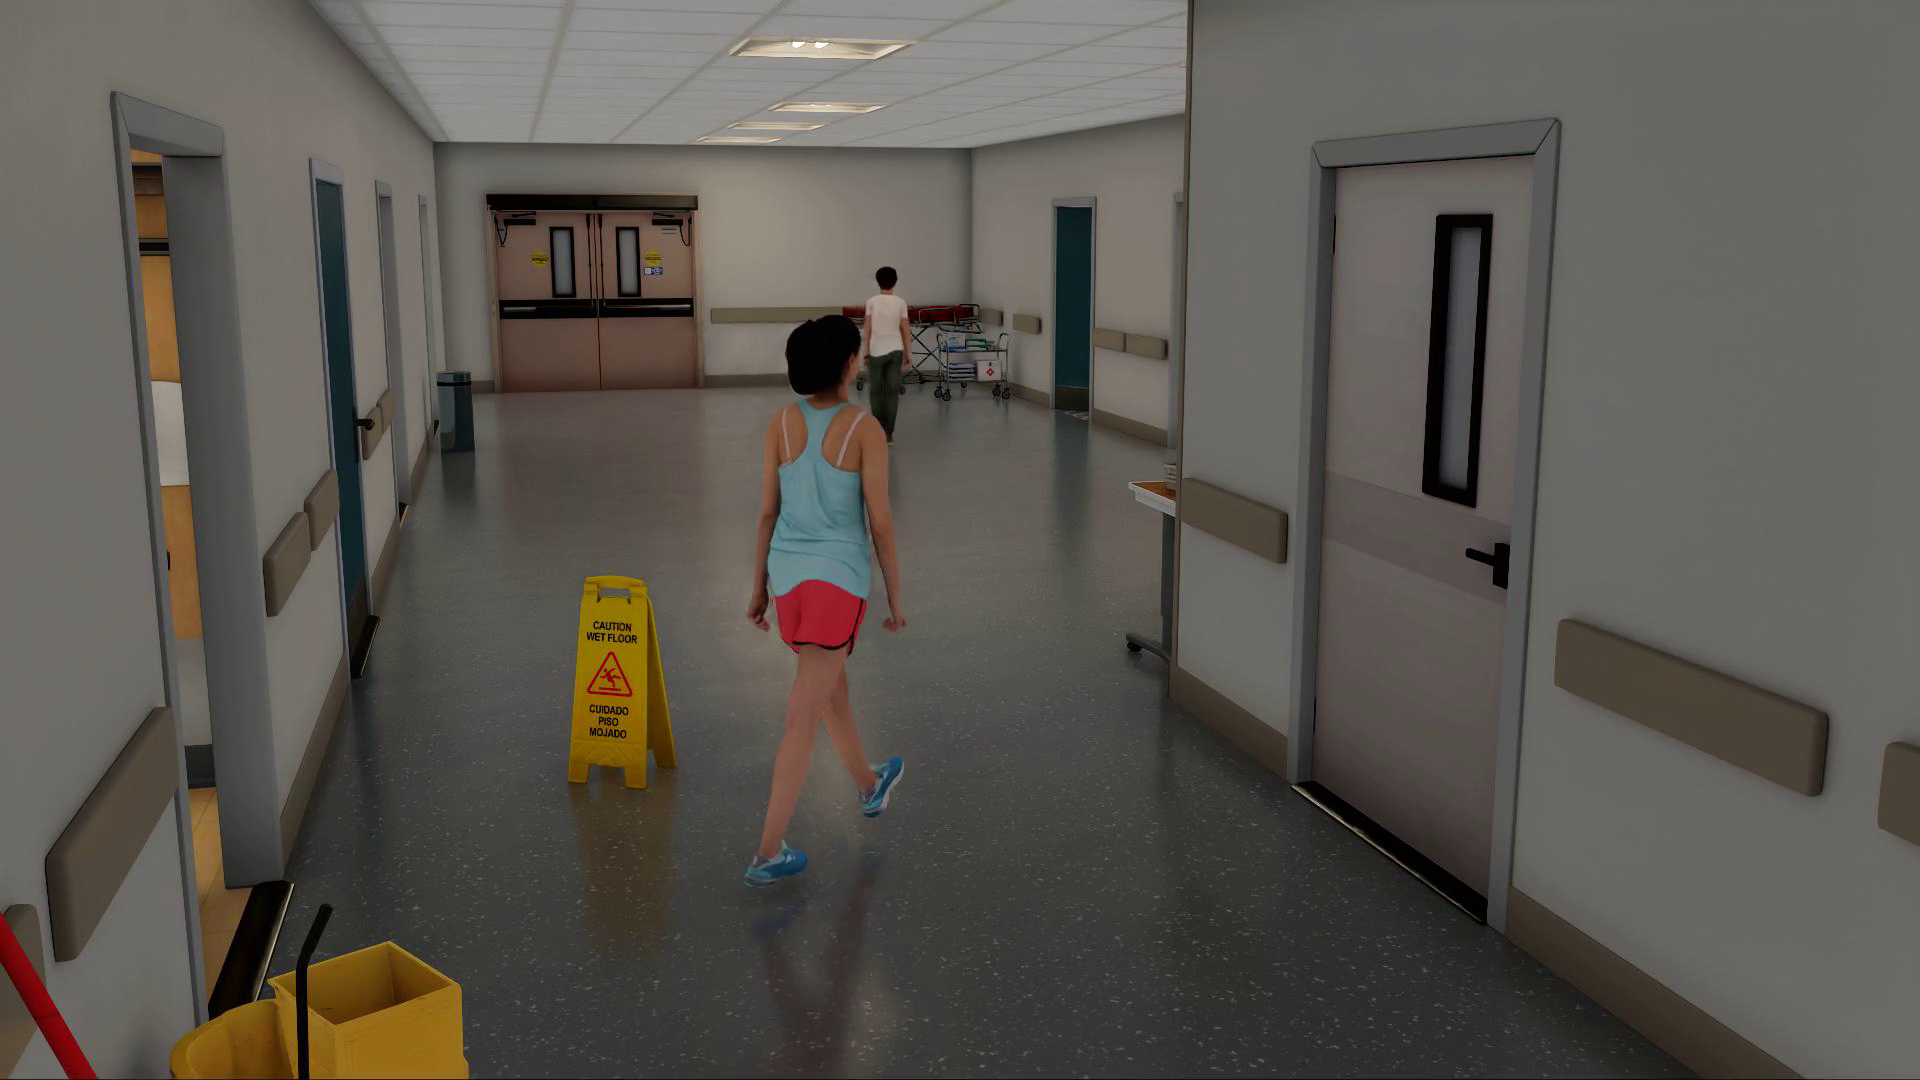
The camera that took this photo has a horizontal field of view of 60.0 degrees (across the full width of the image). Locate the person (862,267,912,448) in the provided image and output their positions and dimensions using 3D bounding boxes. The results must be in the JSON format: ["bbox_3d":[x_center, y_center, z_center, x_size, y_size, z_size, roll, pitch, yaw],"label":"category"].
[{"bbox_3d":[-0.680,-1.666,15.285,0.733,1.627,1.007,-1,11,-3],"label":"person"}]

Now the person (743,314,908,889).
[{"bbox_3d":[-0.475,0.219,5.130,1.090,1.709,1.184,5,12,26],"label":"person"}]
